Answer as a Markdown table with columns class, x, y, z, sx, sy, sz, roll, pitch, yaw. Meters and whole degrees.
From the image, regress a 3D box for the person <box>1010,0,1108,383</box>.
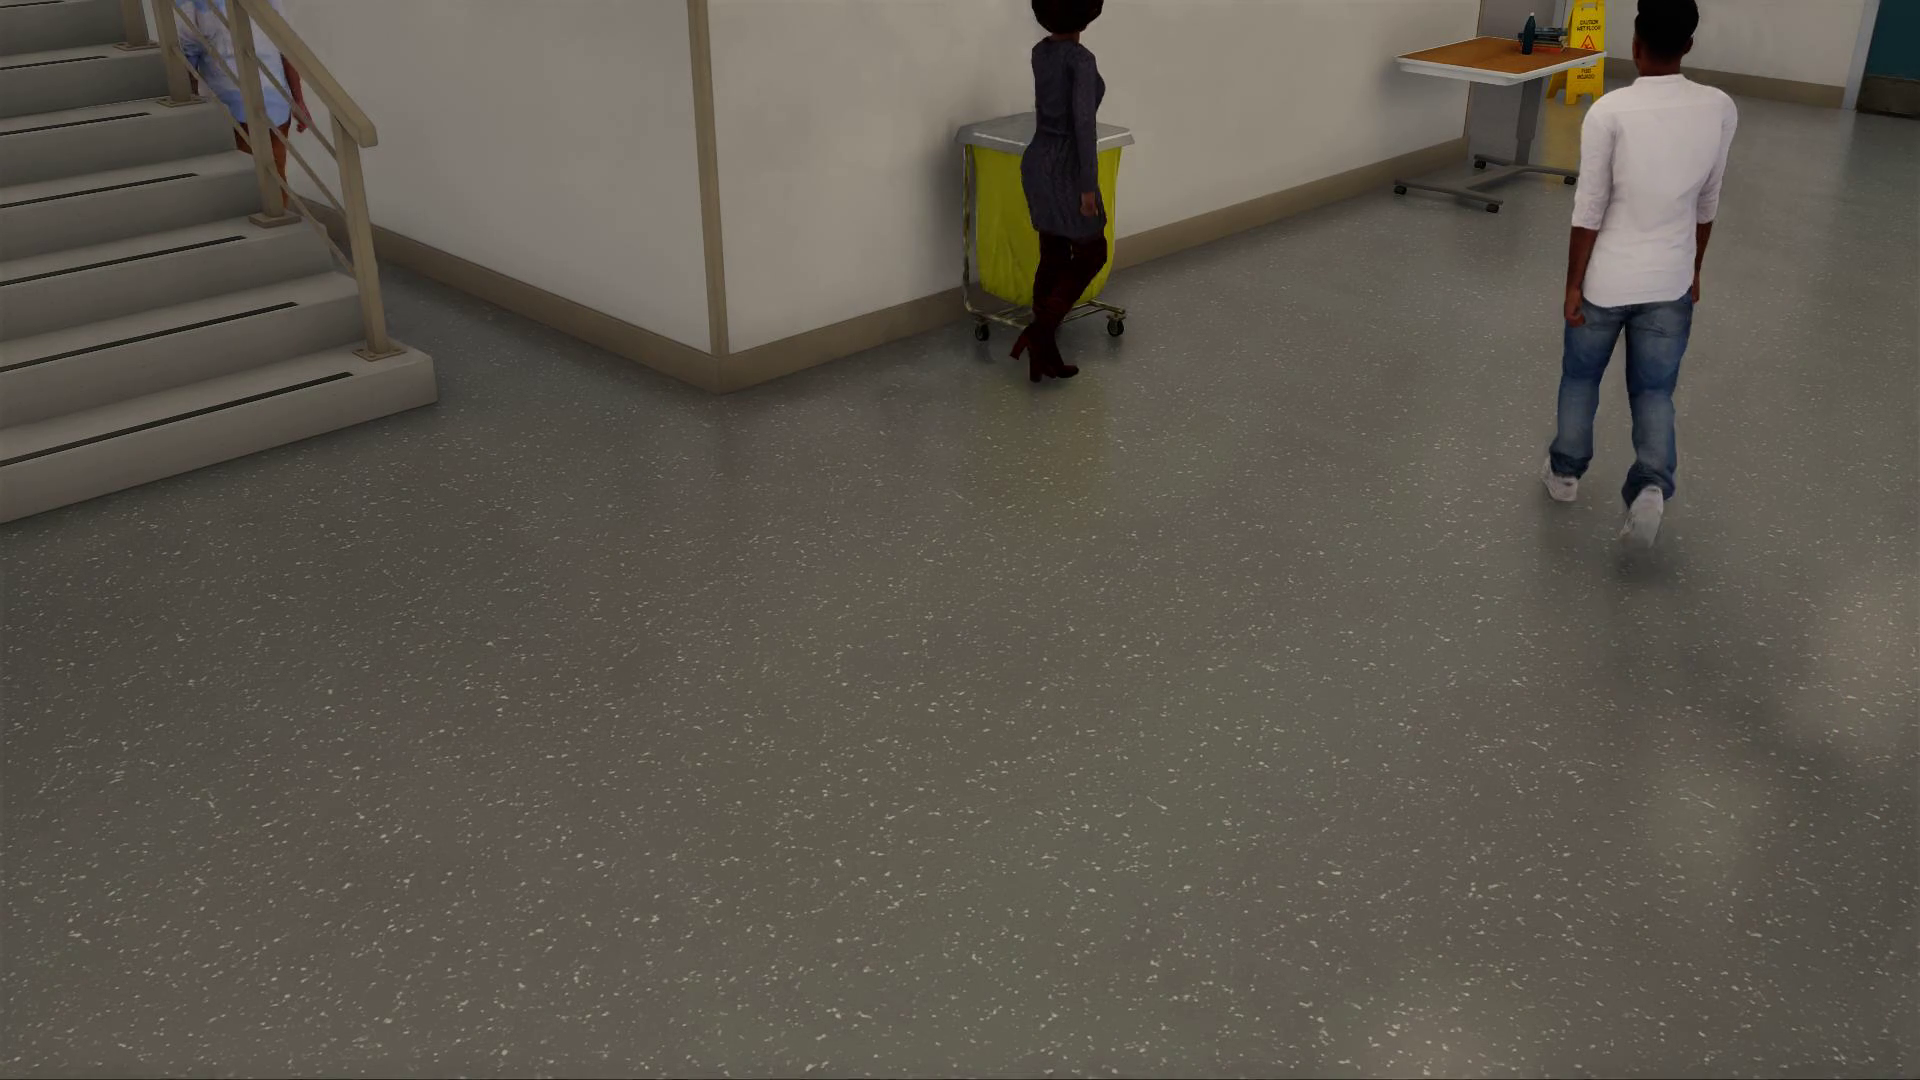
| class | x | y | z | sx | sy | sz | roll | pitch | yaw |
| --- | --- | --- | --- | --- | --- | --- | --- | --- | --- |
| person | 0.331 | -1.450 | 6.792 | 0.761 | 1.697 | 0.704 | -12 | 28 | -23 |

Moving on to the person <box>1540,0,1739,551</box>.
| class | x | y | z | sx | sy | sz | roll | pitch | yaw |
| --- | --- | --- | --- | --- | --- | --- | --- | --- | --- |
| person | 2.233 | -0.848 | 5.440 | 1.134 | 1.787 | 1.099 | 4 | 26 | 8 |

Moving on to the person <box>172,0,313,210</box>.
| class | x | y | z | sx | sy | sz | roll | pitch | yaw |
| --- | --- | --- | --- | --- | --- | --- | --- | --- | --- |
| person | -3.389 | -2.074 | 8.001 | 1.135 | 1.770 | 0.698 | 23 | 34 | 39 |
